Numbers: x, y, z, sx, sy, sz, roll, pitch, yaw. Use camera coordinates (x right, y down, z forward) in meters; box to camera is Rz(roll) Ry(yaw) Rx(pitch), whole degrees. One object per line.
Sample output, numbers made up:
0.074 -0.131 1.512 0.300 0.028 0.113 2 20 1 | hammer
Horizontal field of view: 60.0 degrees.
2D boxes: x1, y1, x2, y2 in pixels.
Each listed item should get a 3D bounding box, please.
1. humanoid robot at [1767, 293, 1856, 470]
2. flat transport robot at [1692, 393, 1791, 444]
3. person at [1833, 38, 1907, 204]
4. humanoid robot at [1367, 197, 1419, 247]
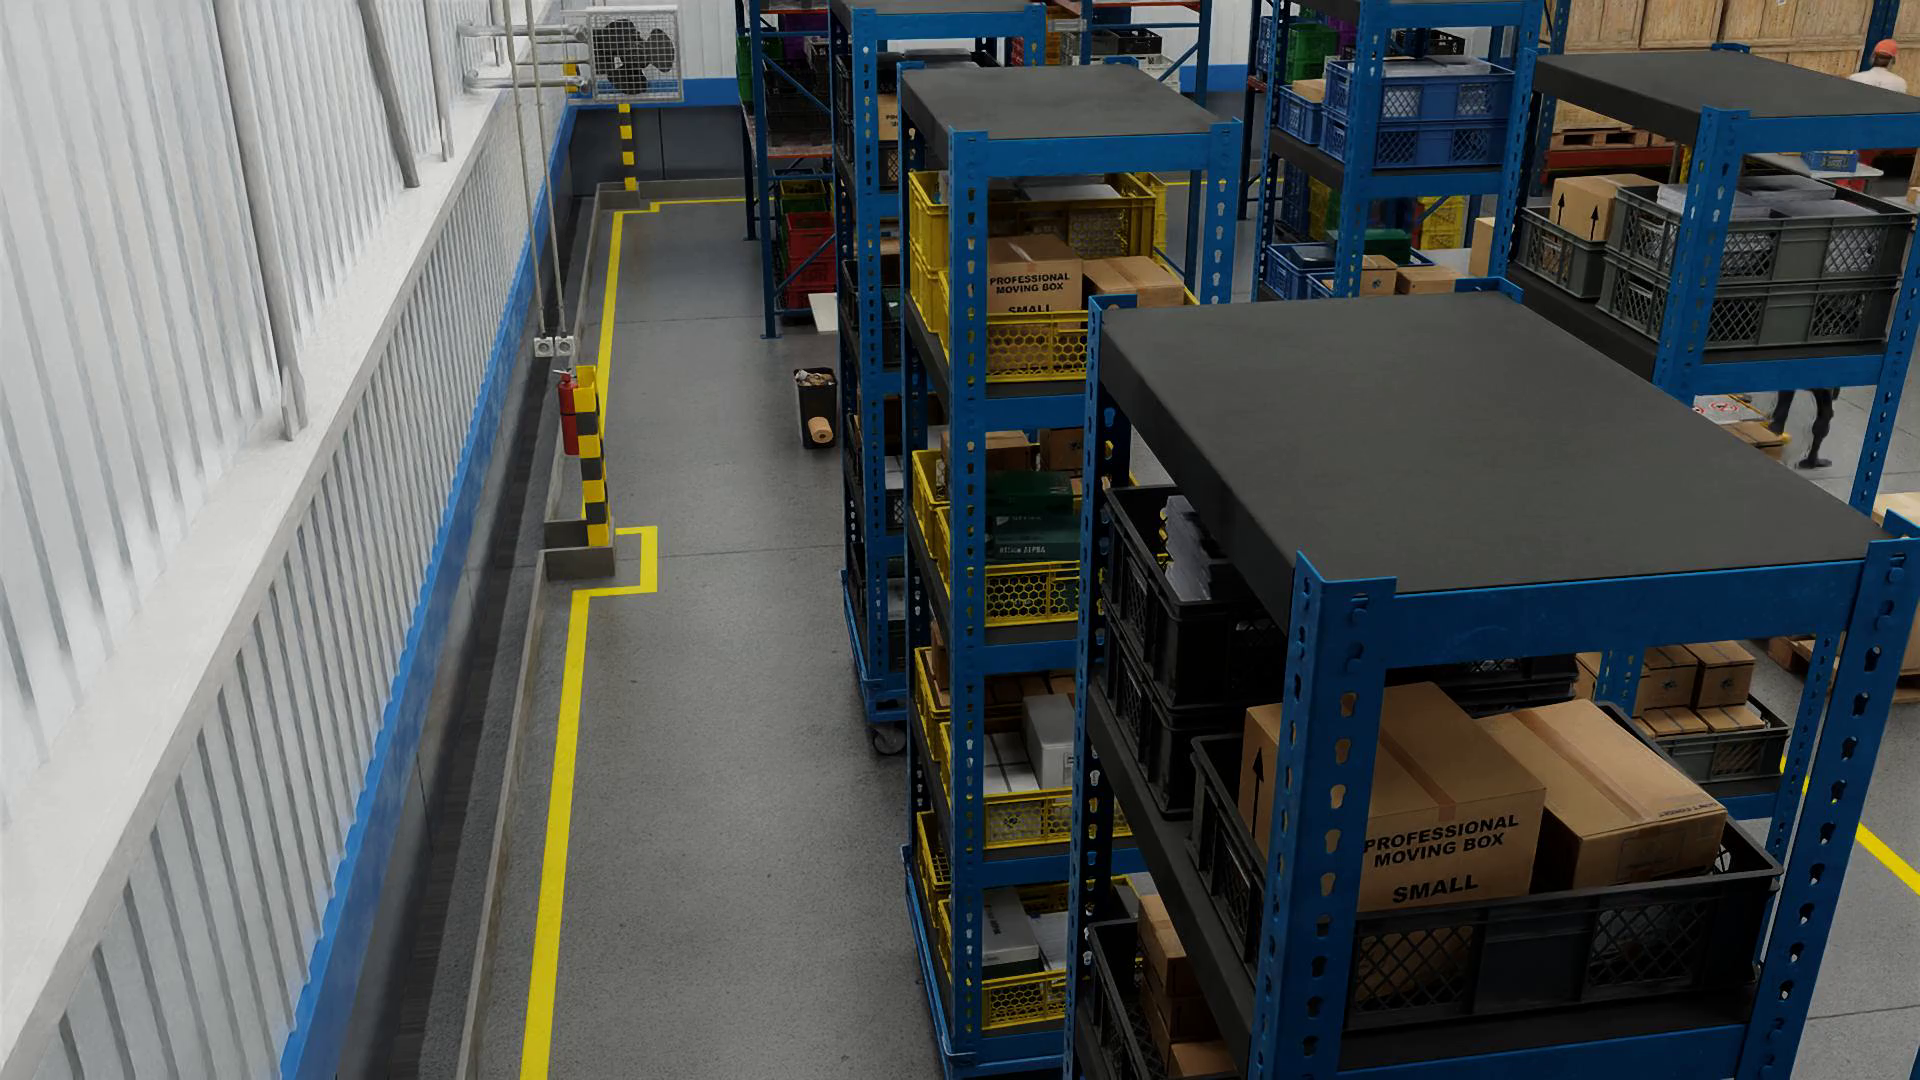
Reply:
5.827 -1.243 11.333 0.623 1.638 0.603 -11 27 -23 | humanoid robot
5.224 -0.859 12.132 1.431 0.197 0.652 -4 25 -8 | flat transport robot
9.554 -4.268 17.568 0.625 1.955 0.828 9 26 18 | person
3.611 -2.497 14.121 0.782 1.637 0.635 -11 27 -23 | humanoid robot
